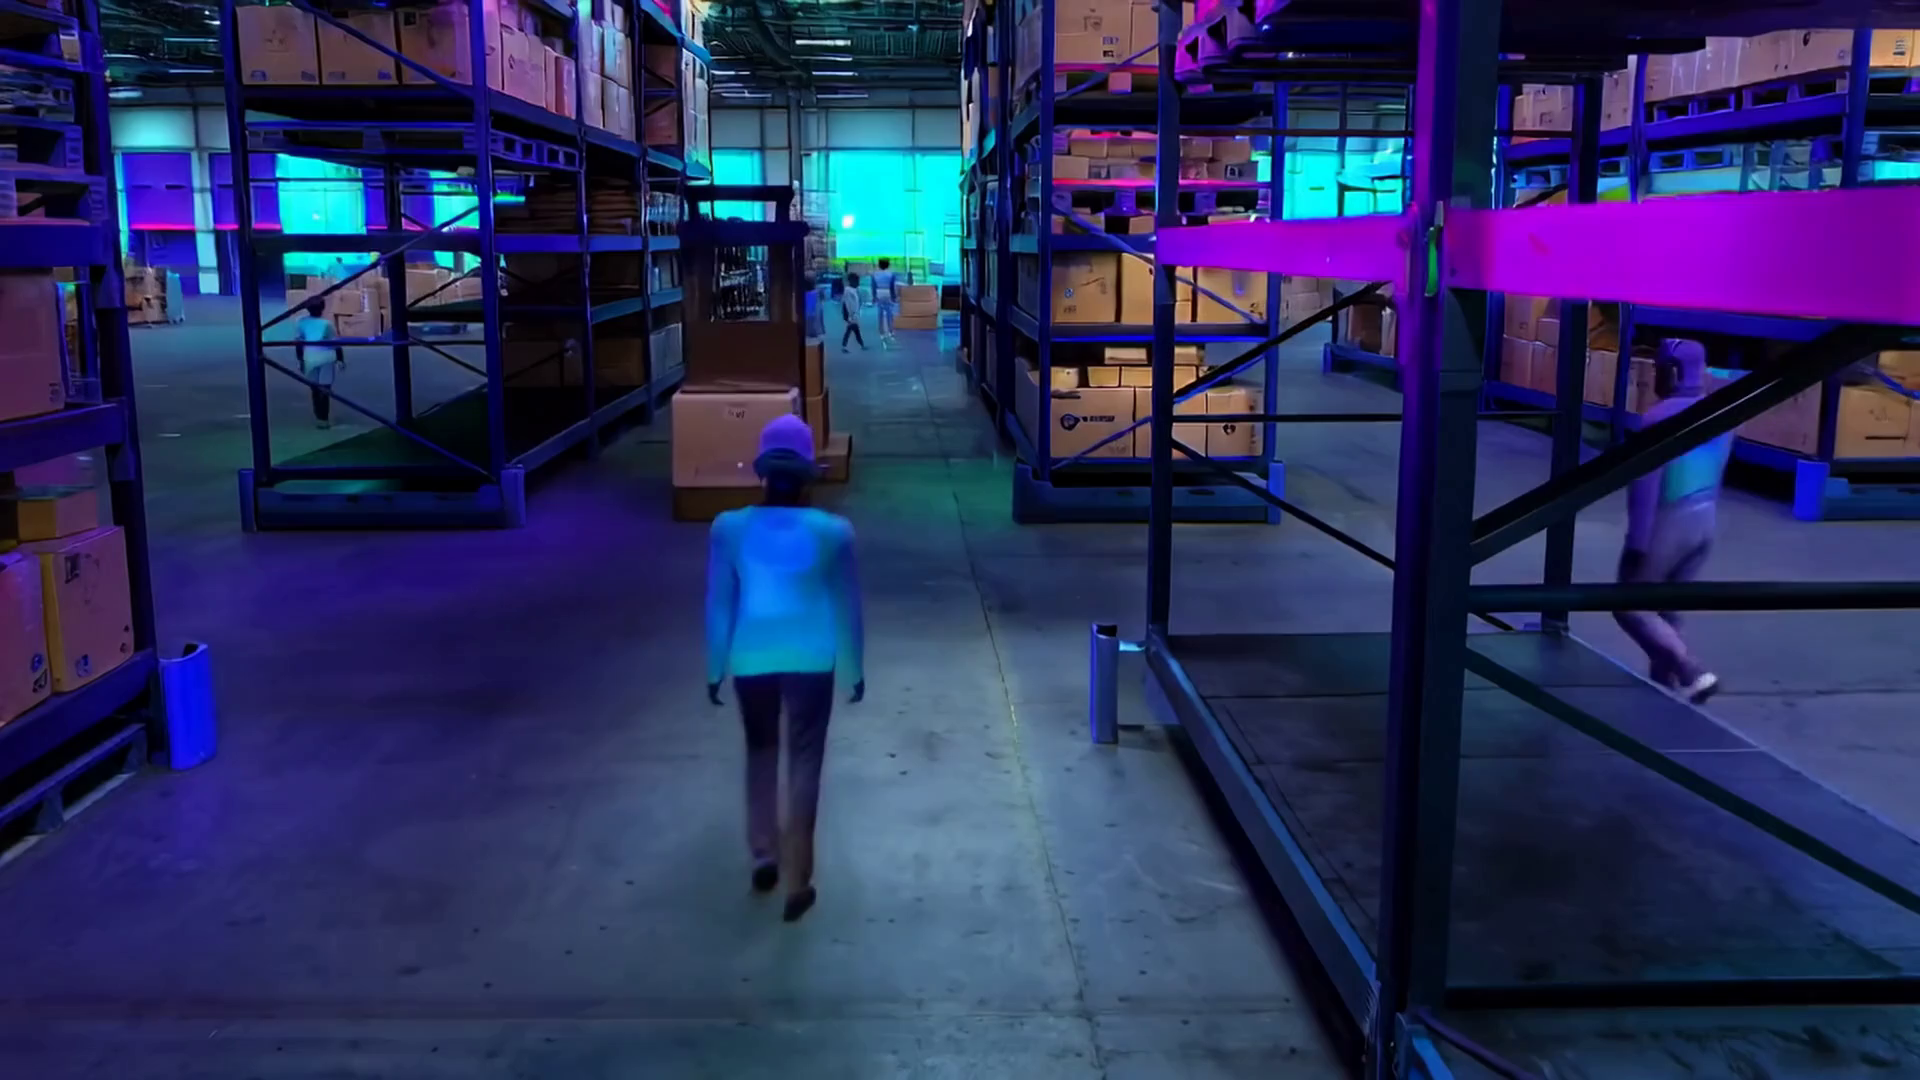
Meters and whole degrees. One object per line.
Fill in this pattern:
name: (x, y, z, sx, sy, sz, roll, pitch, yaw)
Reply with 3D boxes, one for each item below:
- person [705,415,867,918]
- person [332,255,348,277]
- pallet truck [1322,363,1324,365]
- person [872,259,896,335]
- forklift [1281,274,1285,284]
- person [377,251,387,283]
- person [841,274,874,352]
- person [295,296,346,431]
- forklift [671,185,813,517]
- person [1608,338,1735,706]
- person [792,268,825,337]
person: (-0.602, 0.441, 5.819, 0.553, 1.750, 0.437, 1, 10, 8)
person: (-22.930, -9.623, 61.641, 0.436, 1.832, 0.648, 4, 11, 19)
pallet truck: (7.712, -4.157, 30.737, 1.885, 1.965, 0.823, 3, 11, 16)
person: (-1.892, -6.073, 41.647, 0.587, 1.914, 0.392, 1, 10, 6)
forklift: (12.135, -10.832, 65.467, 1.129, 2.768, 1.873, 0, 10, -2)
person: (-21.839, -9.917, 62.832, 0.377, 1.995, 0.612, -8, 13, -36)
person: (-2.192, -4.817, 35.393, 0.884, 1.645, 0.540, 4, 11, 22)
person: (-8.000, -2.224, 20.890, 0.542, 1.670, 0.758, 0, 10, -3)
forklift: (-1.912, -1.692, 14.546, 1.129, 2.768, 1.873, 0, 10, -2)
person: (3.451, -0.022, 7.998, 0.661, 1.887, 0.509, -7, 12, -34)
person: (-2.566, -3.610, 27.964, 0.555, 1.910, 0.892, -5, 11, -26)
